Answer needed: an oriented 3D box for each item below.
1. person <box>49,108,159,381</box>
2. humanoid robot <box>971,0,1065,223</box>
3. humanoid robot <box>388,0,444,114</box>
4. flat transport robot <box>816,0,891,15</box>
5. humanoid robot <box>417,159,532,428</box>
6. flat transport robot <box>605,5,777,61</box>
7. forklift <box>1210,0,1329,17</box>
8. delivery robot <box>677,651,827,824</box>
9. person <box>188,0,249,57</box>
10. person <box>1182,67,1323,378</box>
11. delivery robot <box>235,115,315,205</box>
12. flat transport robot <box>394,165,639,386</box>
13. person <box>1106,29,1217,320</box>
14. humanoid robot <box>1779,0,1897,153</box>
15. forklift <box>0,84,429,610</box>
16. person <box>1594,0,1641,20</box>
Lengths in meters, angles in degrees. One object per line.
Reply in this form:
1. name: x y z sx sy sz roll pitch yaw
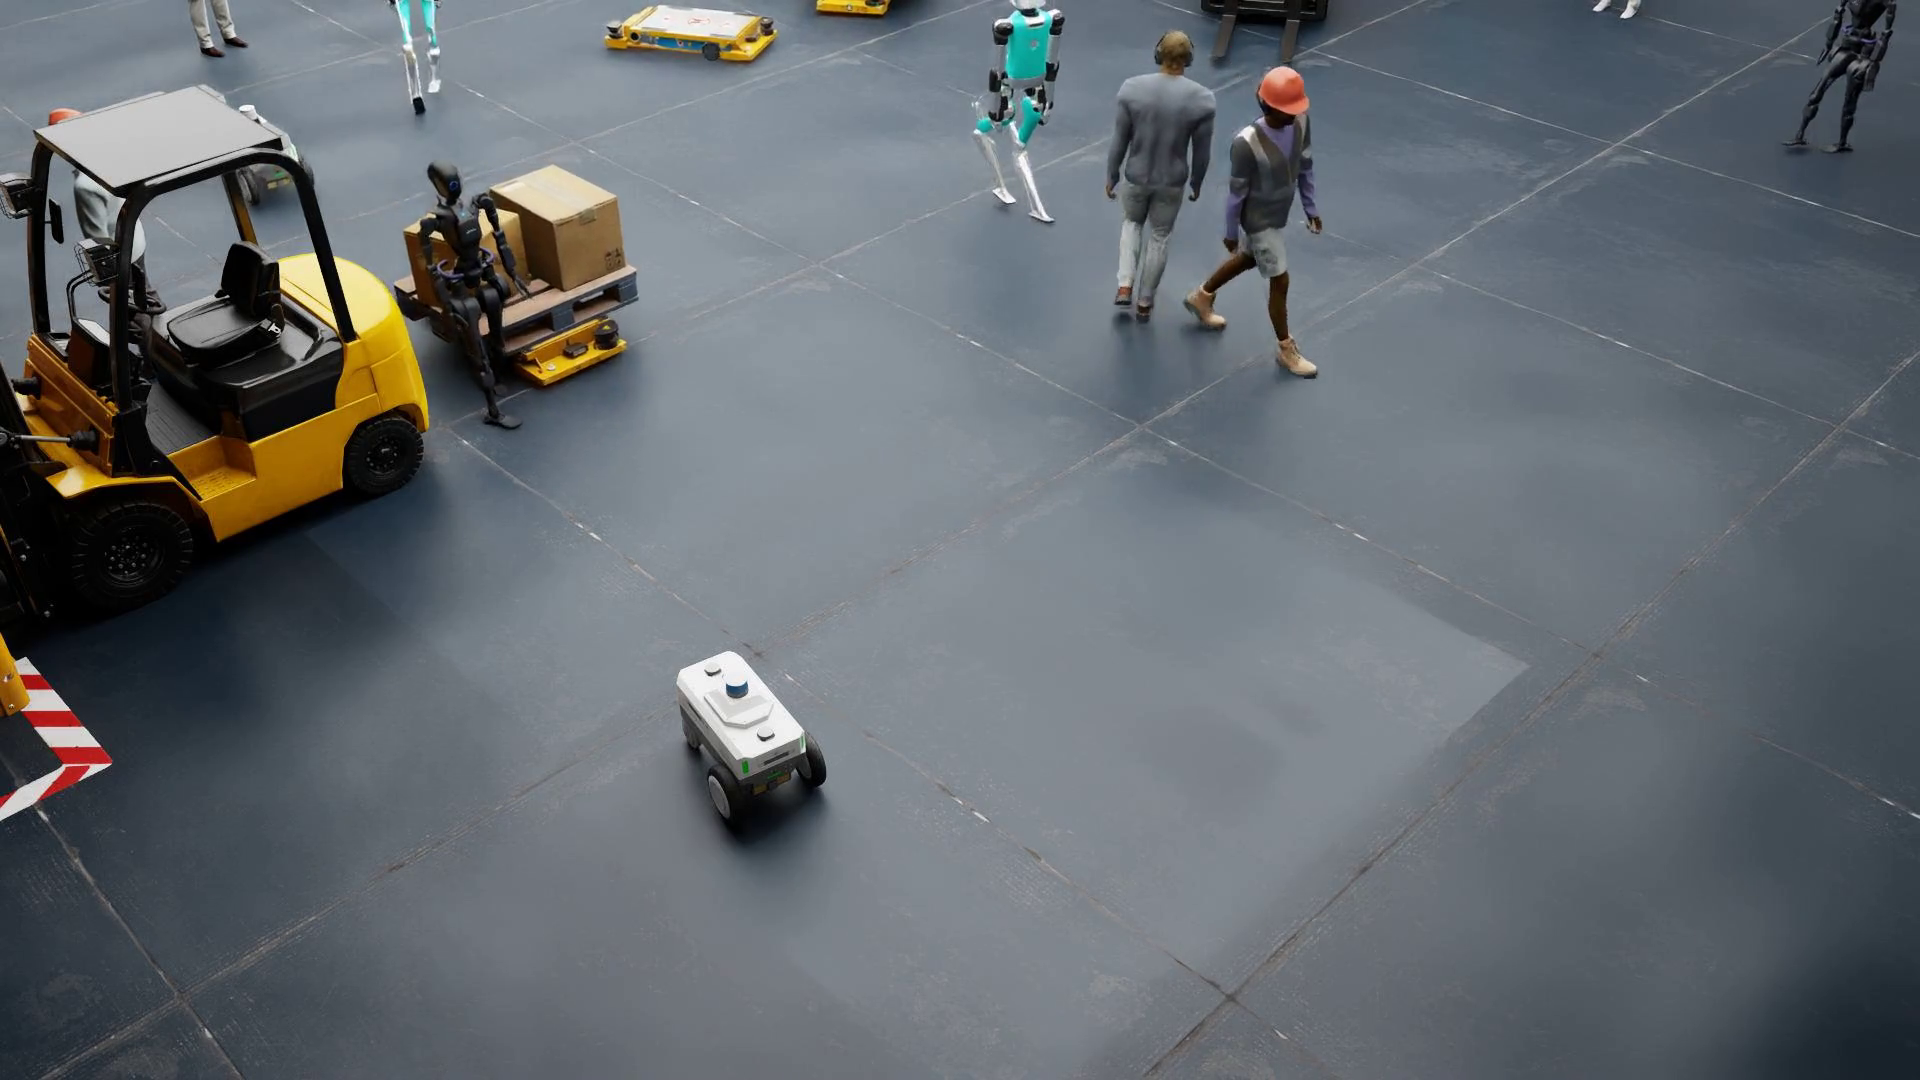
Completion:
1. person: -5.184 -1.800 10.179 0.351 1.738 0.572 -4 37 -6
2. humanoid robot: 0.365 -3.198 12.070 0.532 1.777 0.794 -15 39 -19
3. humanoid robot: -4.545 -4.438 13.757 0.550 1.821 0.880 -7 37 -9
4. flat transport robot: -0.922 -5.508 16.370 0.659 0.231 1.431 7 37 9
5. humanoid robot: -2.836 -1.487 9.836 0.613 1.634 0.604 28 45 32
6. flat transport robot: -2.457 -4.637 15.204 1.431 0.231 0.659 9 38 12
7. forklift: 3.106 -6.400 15.960 1.214 2.155 2.313 8 37 10
8. delivery robot: -0.993 0.864 7.602 0.499 0.596 0.795 -22 42 -26
9. person: -6.729 -5.178 14.675 0.389 1.778 0.534 14 39 18
10. person: 1.832 -2.032 10.289 1.060 1.981 0.621 28 45 32
11. delivery robot: -5.323 -2.950 12.690 0.499 0.575 0.759 -25 43 -30
12. flat transport robot: -2.887 -1.450 10.938 1.431 0.231 0.659 30 46 34
13. person: 1.284 -2.326 10.742 0.655 1.907 0.442 7 37 9
14. humanoid robot: 6.885 -3.761 12.870 0.631 1.640 0.610 -10 38 -14
15. forklift: -4.145 -1.093 8.856 2.313 2.155 1.214 -31 47 -34
16. person: 6.306 -5.710 15.502 0.313 1.631 0.517 -30 46 -34
